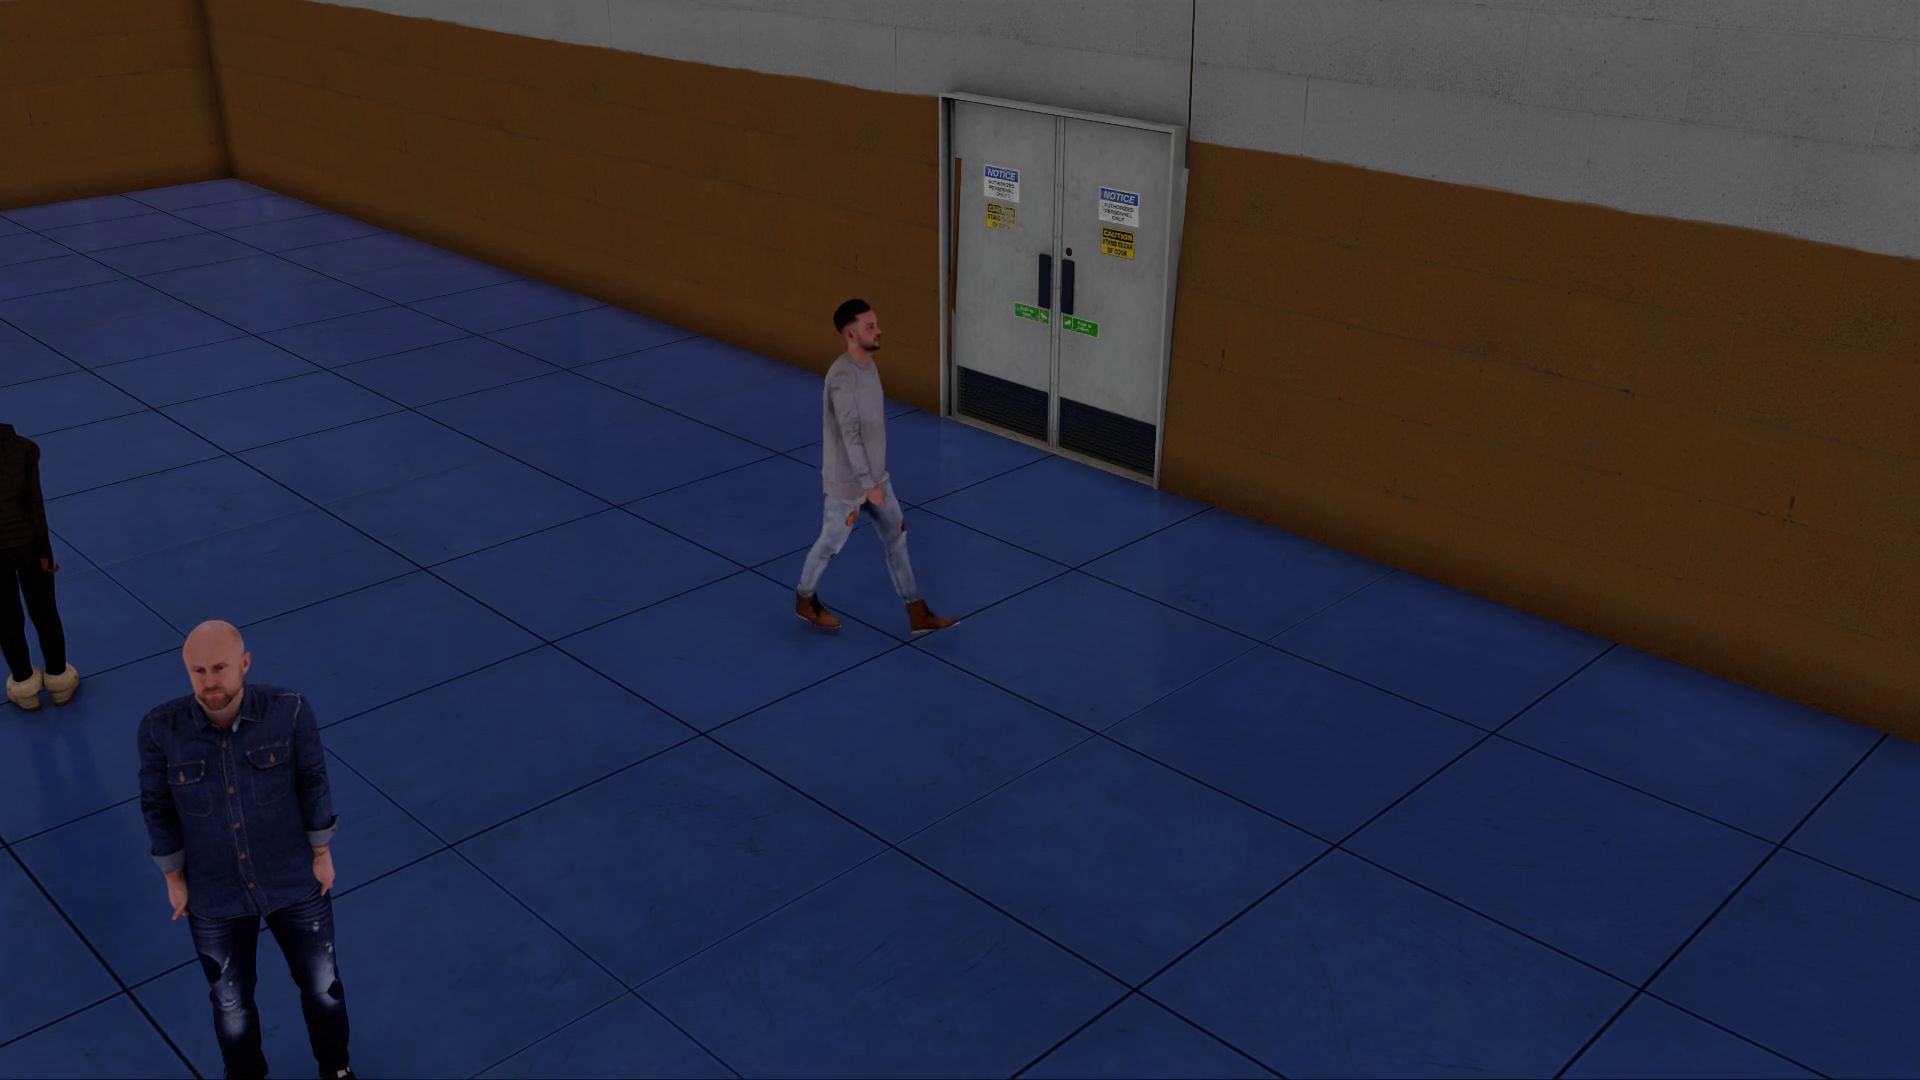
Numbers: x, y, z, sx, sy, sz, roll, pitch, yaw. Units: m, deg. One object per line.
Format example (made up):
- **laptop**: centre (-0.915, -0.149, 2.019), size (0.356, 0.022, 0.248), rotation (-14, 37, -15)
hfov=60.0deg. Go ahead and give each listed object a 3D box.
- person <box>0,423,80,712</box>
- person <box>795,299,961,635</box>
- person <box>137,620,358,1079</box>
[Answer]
- **person**: centre (-4.473, 0.051, 7.840), size (0.665, 1.660, 0.592), rotation (9, 25, 19)
- **person**: centre (-0.614, -0.320, 8.528), size (1.052, 1.789, 1.203), rotation (9, 25, 19)
- **person**: centre (-2.232, 1.088, 5.264), size (0.685, 1.826, 0.850), rotation (-9, 25, -20)
